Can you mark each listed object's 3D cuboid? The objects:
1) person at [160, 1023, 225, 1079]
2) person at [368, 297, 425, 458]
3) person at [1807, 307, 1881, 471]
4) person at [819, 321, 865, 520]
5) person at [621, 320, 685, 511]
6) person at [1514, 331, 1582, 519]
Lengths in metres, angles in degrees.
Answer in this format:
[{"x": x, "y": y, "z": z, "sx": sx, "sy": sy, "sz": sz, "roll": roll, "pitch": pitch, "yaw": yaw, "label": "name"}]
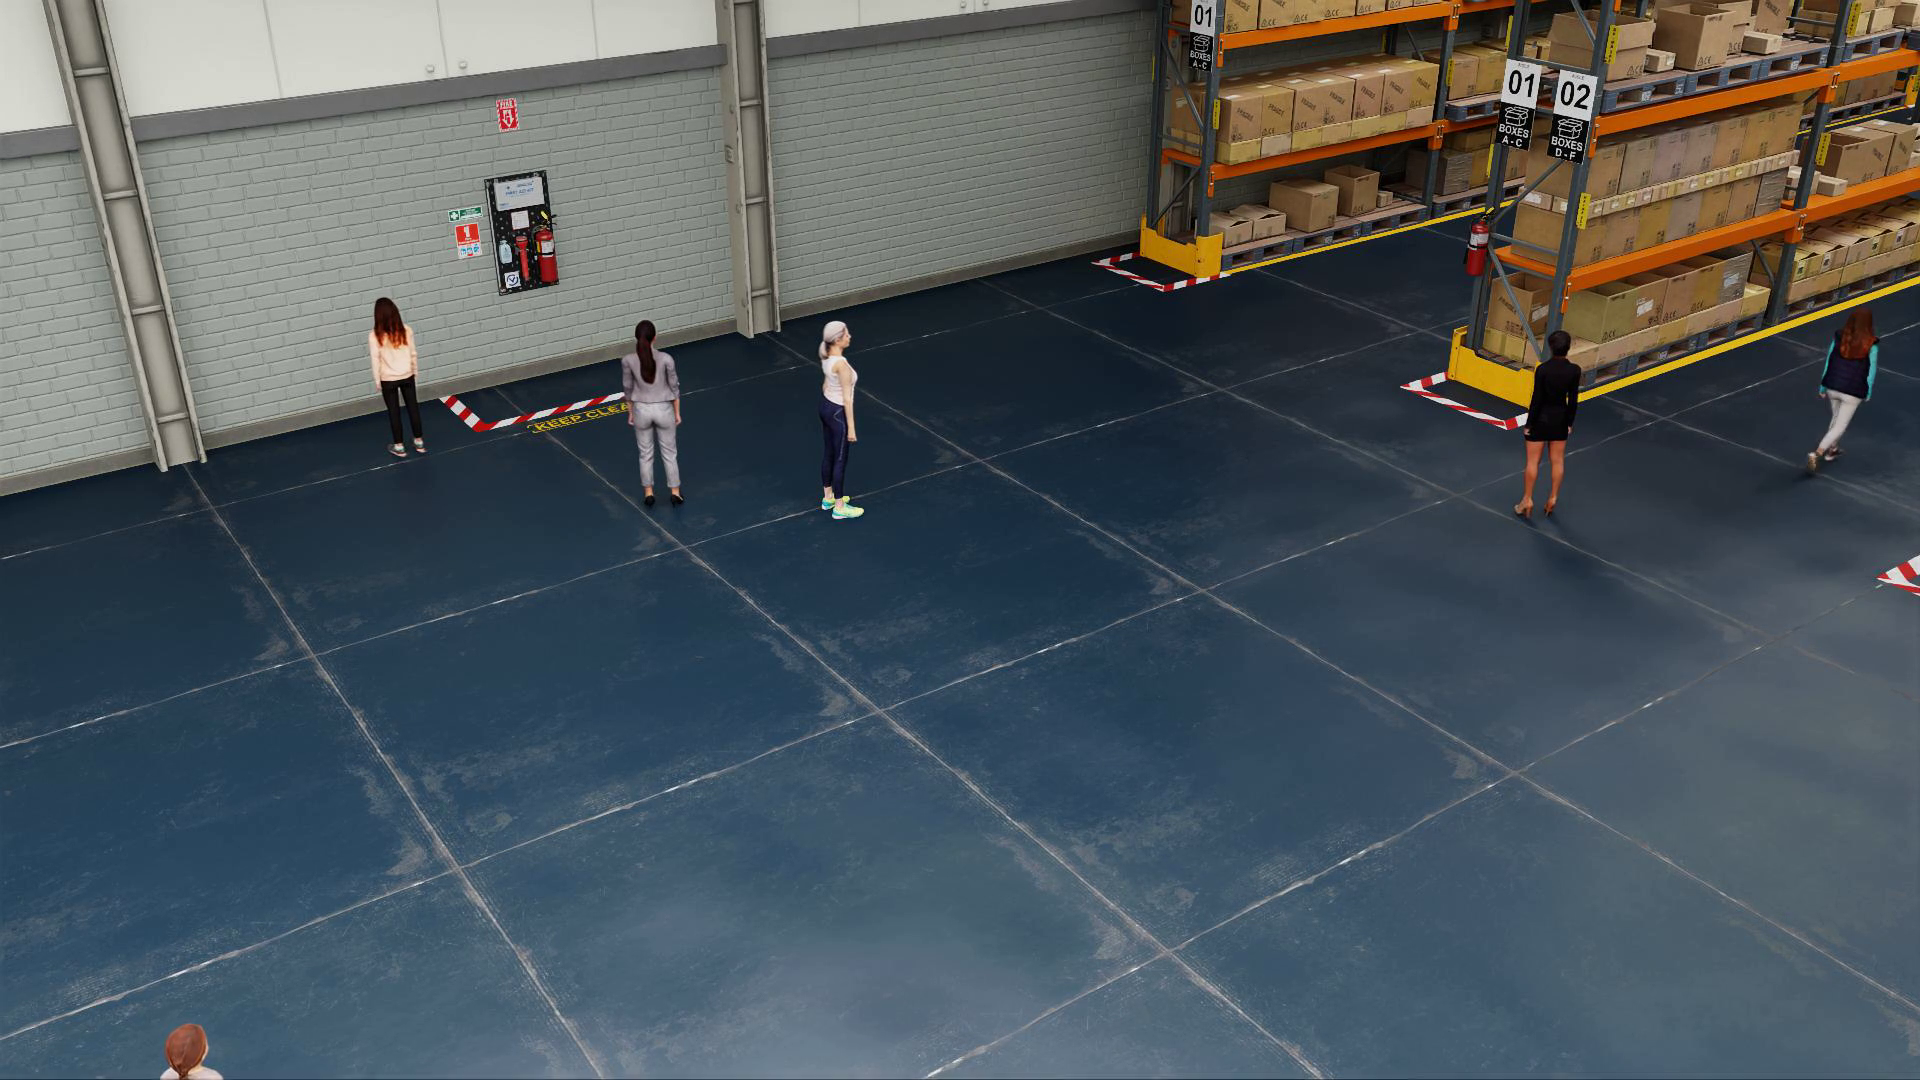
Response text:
[{"x": -3.347, "y": 2.637, "z": 7.369, "sx": 0.542, "sy": 1.194, "sz": 0.604, "roll": 4, "pitch": 28, "yaw": 8, "label": "person"}, {"x": -5.102, "y": -1.484, "z": 15.058, "sx": 0.447, "sy": 1.483, "sz": 0.625, "roll": -19, "pitch": 33, "yaw": -33, "label": "person"}, {"x": 7.811, "y": -1.315, "z": 14.733, "sx": 0.919, "sy": 1.479, "sz": 0.556, "roll": -18, "pitch": 32, "yaw": -31, "label": "person"}, {"x": -1.038, "y": -1.022, "z": 13.922, "sx": 0.566, "sy": 1.701, "sz": 0.625, "roll": -13, "pitch": 30, "yaw": -24, "label": "person"}, {"x": -2.578, "y": -1.047, "z": 13.995, "sx": 0.697, "sy": 1.678, "sz": 0.785, "roll": -1, "pitch": 27, "yaw": -2, "label": "person"}, {"x": 4.906, "y": -0.956, "z": 13.859, "sx": 0.657, "sy": 1.641, "sz": 0.734, "roll": -1, "pitch": 27, "yaw": -2, "label": "person"}]
